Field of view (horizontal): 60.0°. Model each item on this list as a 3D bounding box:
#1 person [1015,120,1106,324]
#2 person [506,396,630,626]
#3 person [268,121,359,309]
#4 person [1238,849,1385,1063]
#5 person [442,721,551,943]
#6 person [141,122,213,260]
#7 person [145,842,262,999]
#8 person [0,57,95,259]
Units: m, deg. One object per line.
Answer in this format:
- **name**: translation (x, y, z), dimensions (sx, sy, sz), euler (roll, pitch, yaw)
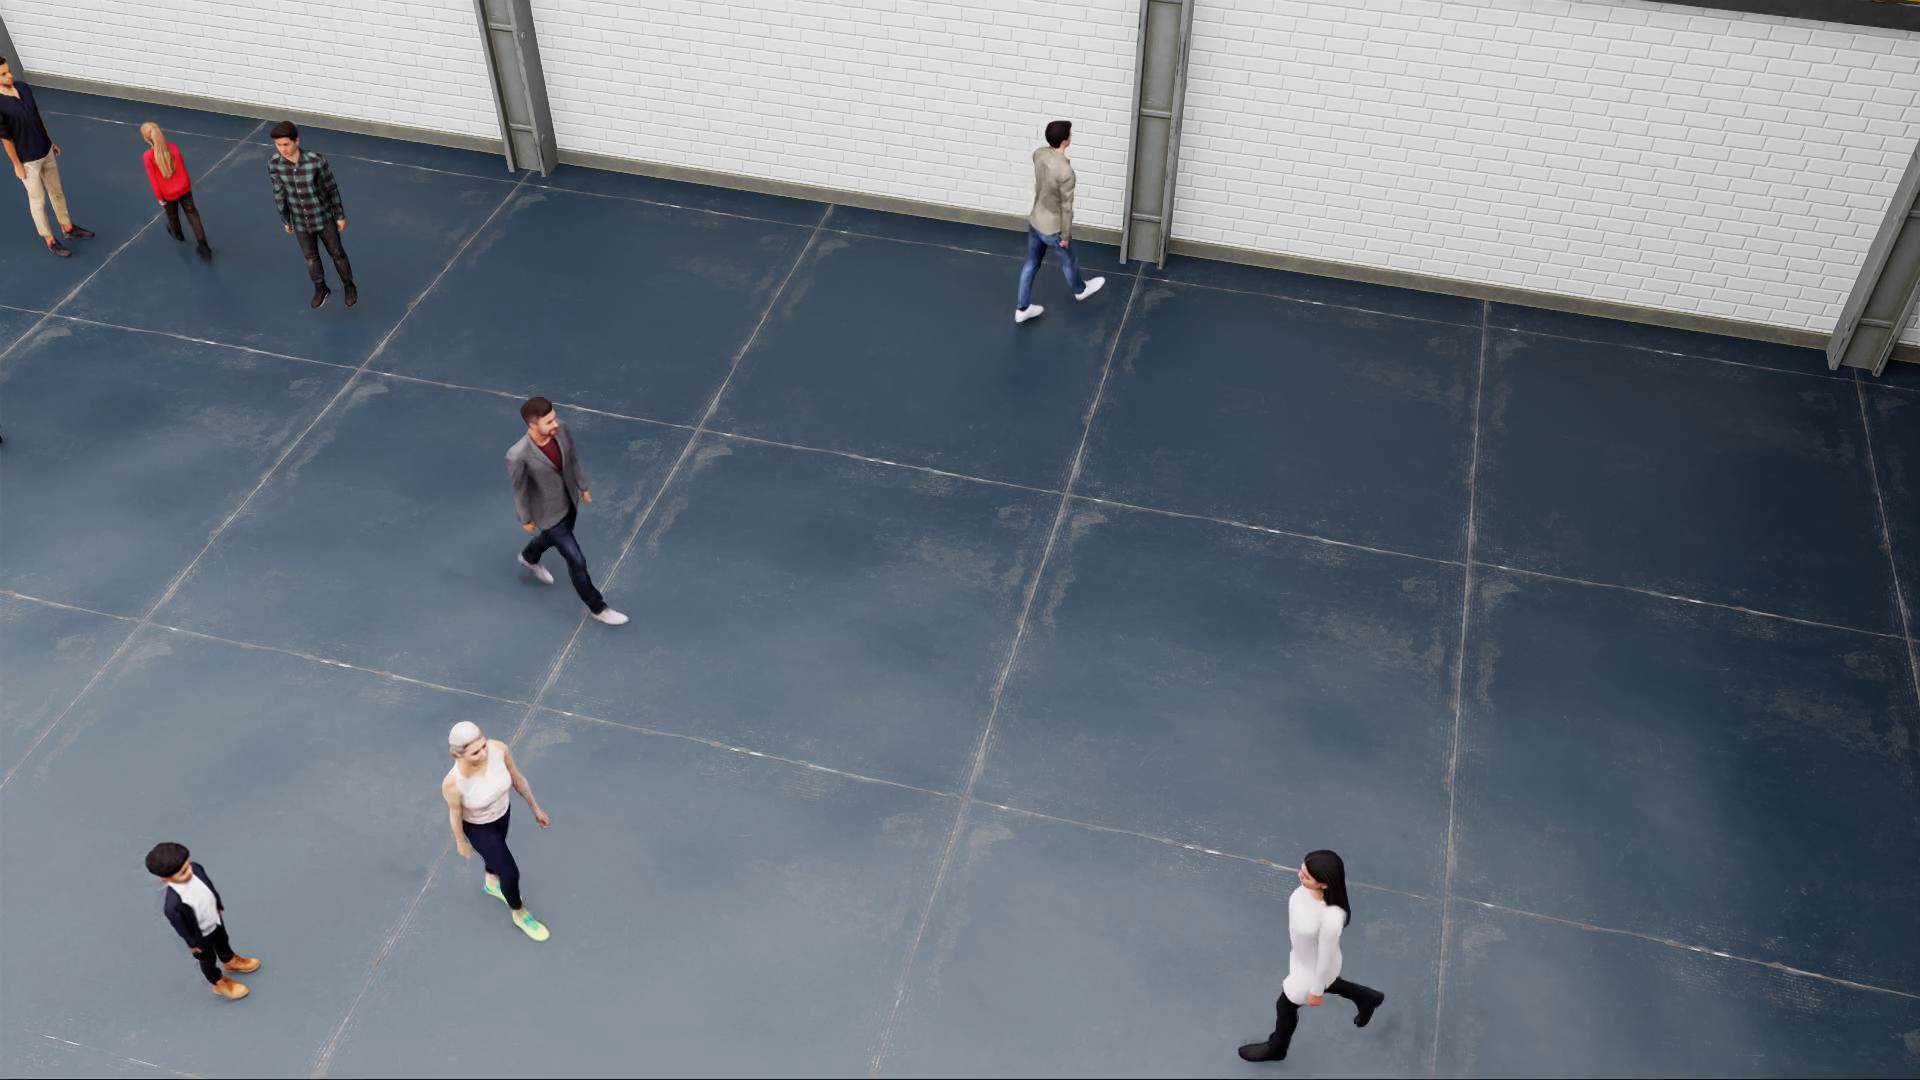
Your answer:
- **person**: translation (0.669, -2.578, 13.713), dimensions (1.198, 1.818, 1.182), euler (-26, 50, -25)
- **person**: translation (-2.809, -0.241, 11.252), dimensions (1.317, 1.828, 0.914), euler (20, 47, 20)
- **person**: translation (-5.324, -2.693, 13.680), dimensions (0.620, 1.712, 0.781), euler (-4, 44, -4)
- **person**: translation (1.949, 2.194, 8.731), dimensions (1.119, 1.781, 0.865), euler (-5, 44, -5)
- **person**: translation (-2.746, 1.563, 9.467), dimensions (0.889, 1.679, 0.740), euler (21, 47, 20)
- **person**: translation (-6.861, -3.039, 14.606), dimensions (0.782, 1.253, 0.940), euler (-34, 53, -30)
- **person**: translation (-4.240, 2.100, 9.233), dimensions (0.516, 1.224, 0.514), euler (7, 44, 7)
- **person**: translation (-8.110, -3.377, 14.525), dimensions (0.510, 1.855, 0.639), euler (11, 45, 12)
